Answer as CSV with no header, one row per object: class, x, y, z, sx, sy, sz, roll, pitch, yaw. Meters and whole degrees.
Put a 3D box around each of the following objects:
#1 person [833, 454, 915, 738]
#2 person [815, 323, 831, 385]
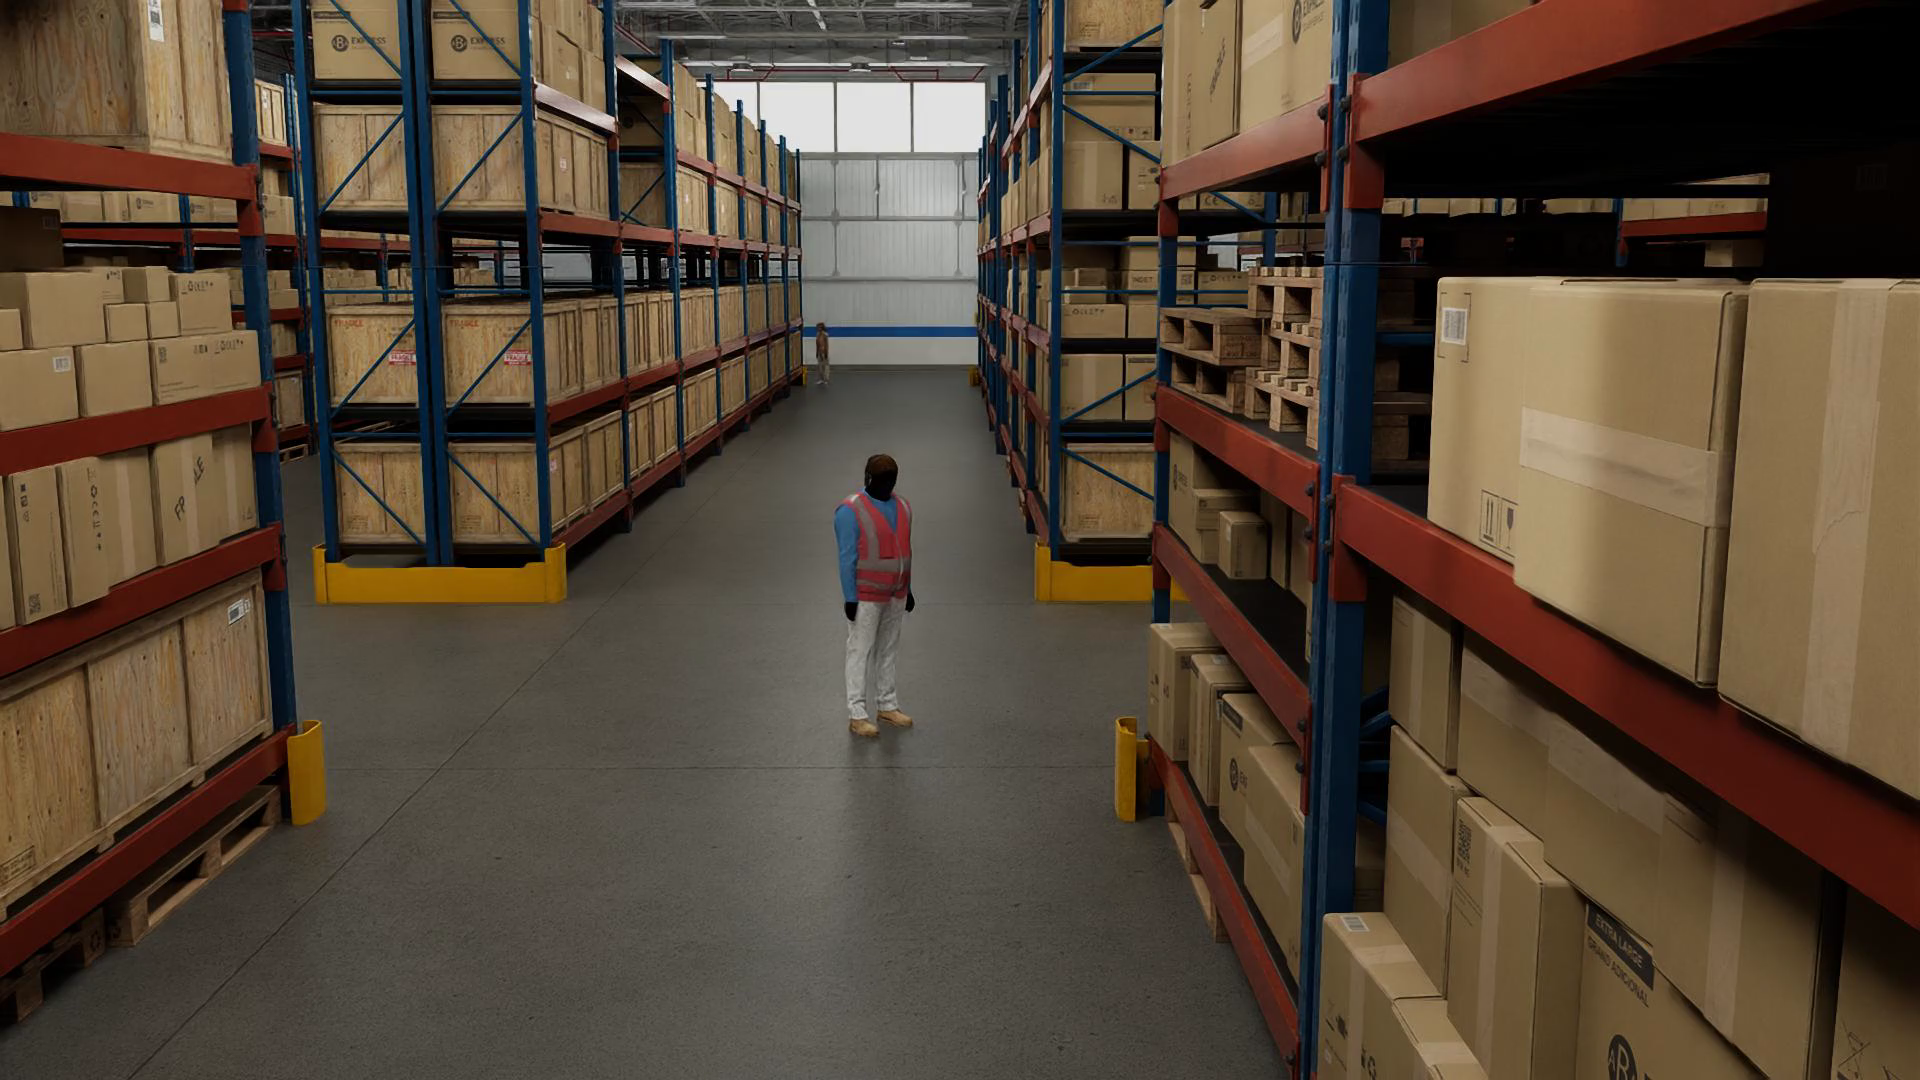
person,-0.528,0.352,10.896,0.430,1.839,0.619,9,13,42
person,-3.601,-4.876,43.607,0.380,1.620,0.512,-6,11,-32
